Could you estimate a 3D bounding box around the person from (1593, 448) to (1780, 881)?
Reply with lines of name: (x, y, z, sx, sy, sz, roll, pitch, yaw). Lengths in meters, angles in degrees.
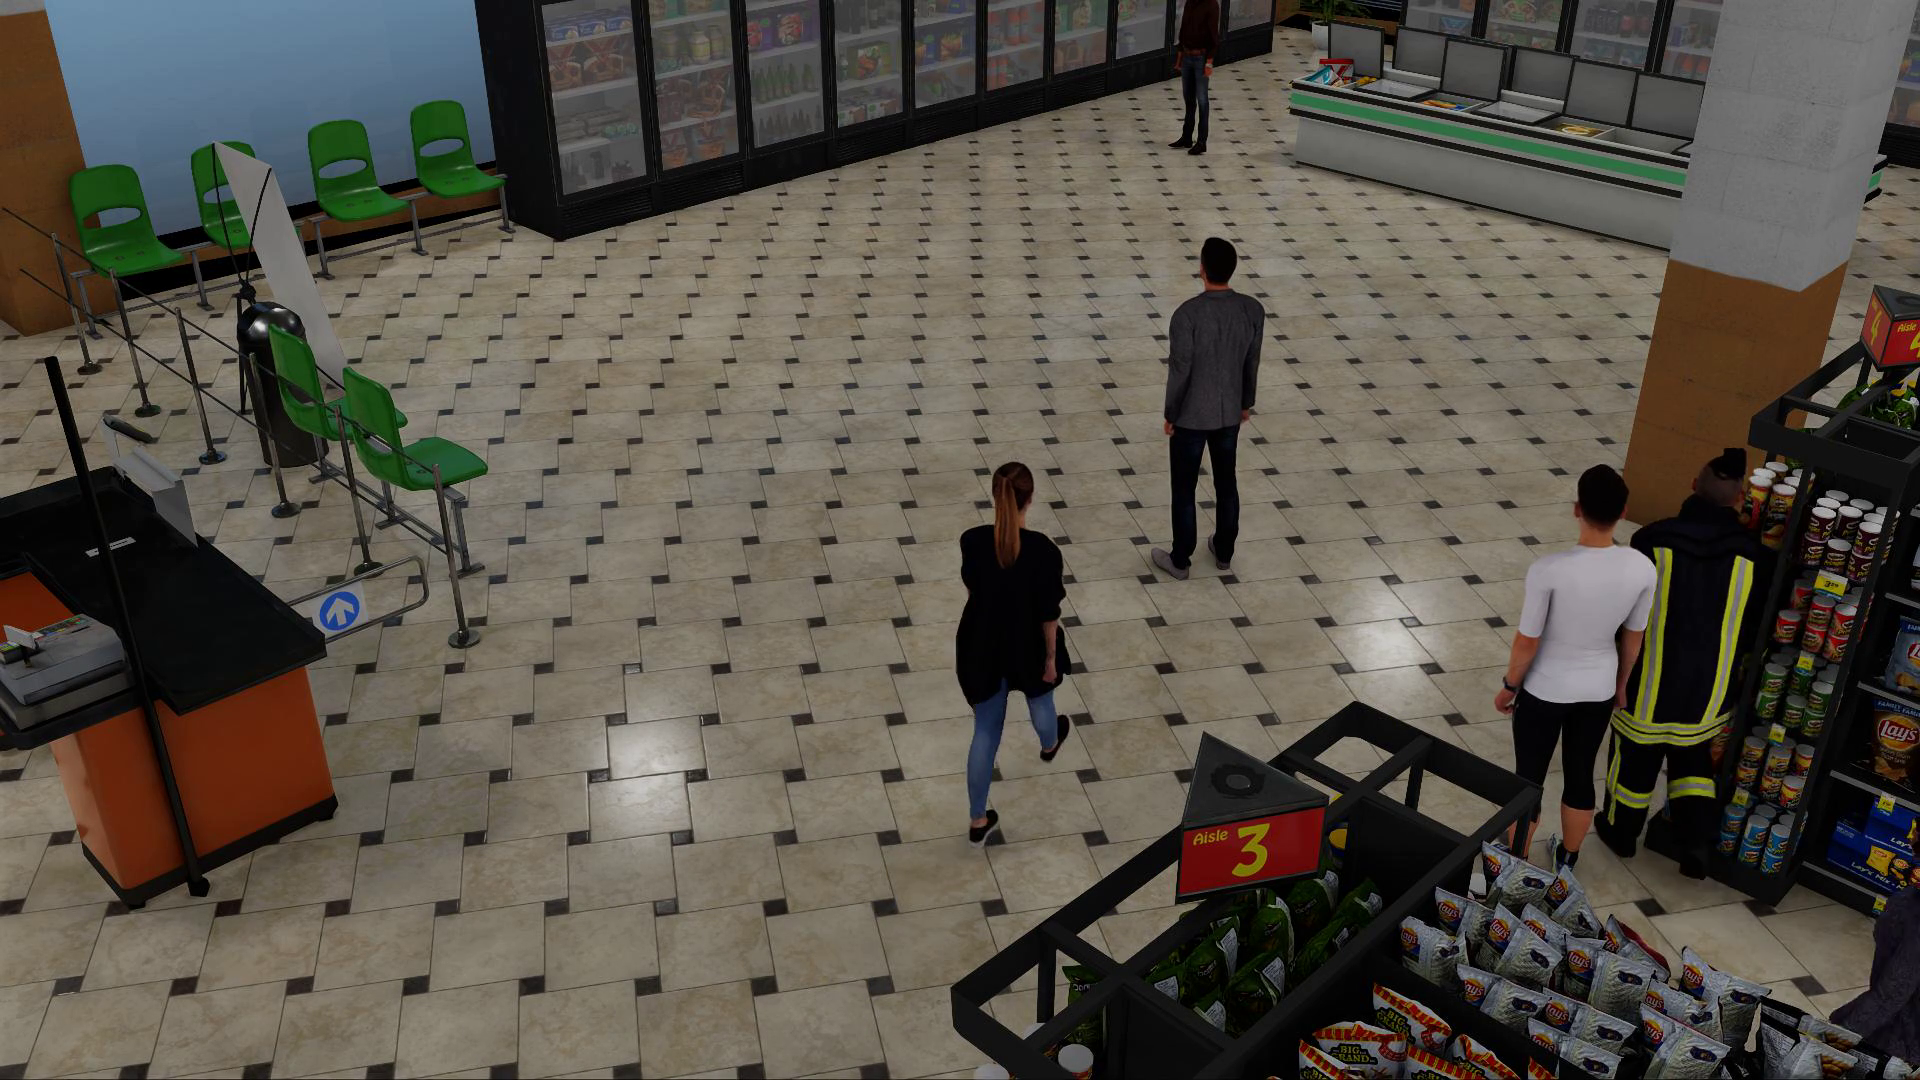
person: (2.838, 0.536, 6.543, 1.039, 1.838, 1.095, 4, 29, 7)

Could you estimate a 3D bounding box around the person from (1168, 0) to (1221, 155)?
person: (2.309, -4.666, 16.128, 0.741, 1.782, 0.525, -18, 34, -30)

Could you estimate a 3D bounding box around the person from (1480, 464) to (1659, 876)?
person: (2.374, 0.564, 6.475, 0.749, 1.854, 0.794, -2, 29, -3)

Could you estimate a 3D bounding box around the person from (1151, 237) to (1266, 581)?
person: (1.299, -0.674, 8.722, 0.774, 1.873, 0.751, -10, 30, -18)

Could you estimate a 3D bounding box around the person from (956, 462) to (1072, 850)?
person: (0.164, 0.512, 6.796, 1.132, 1.636, 0.980, 11, 30, 19)
